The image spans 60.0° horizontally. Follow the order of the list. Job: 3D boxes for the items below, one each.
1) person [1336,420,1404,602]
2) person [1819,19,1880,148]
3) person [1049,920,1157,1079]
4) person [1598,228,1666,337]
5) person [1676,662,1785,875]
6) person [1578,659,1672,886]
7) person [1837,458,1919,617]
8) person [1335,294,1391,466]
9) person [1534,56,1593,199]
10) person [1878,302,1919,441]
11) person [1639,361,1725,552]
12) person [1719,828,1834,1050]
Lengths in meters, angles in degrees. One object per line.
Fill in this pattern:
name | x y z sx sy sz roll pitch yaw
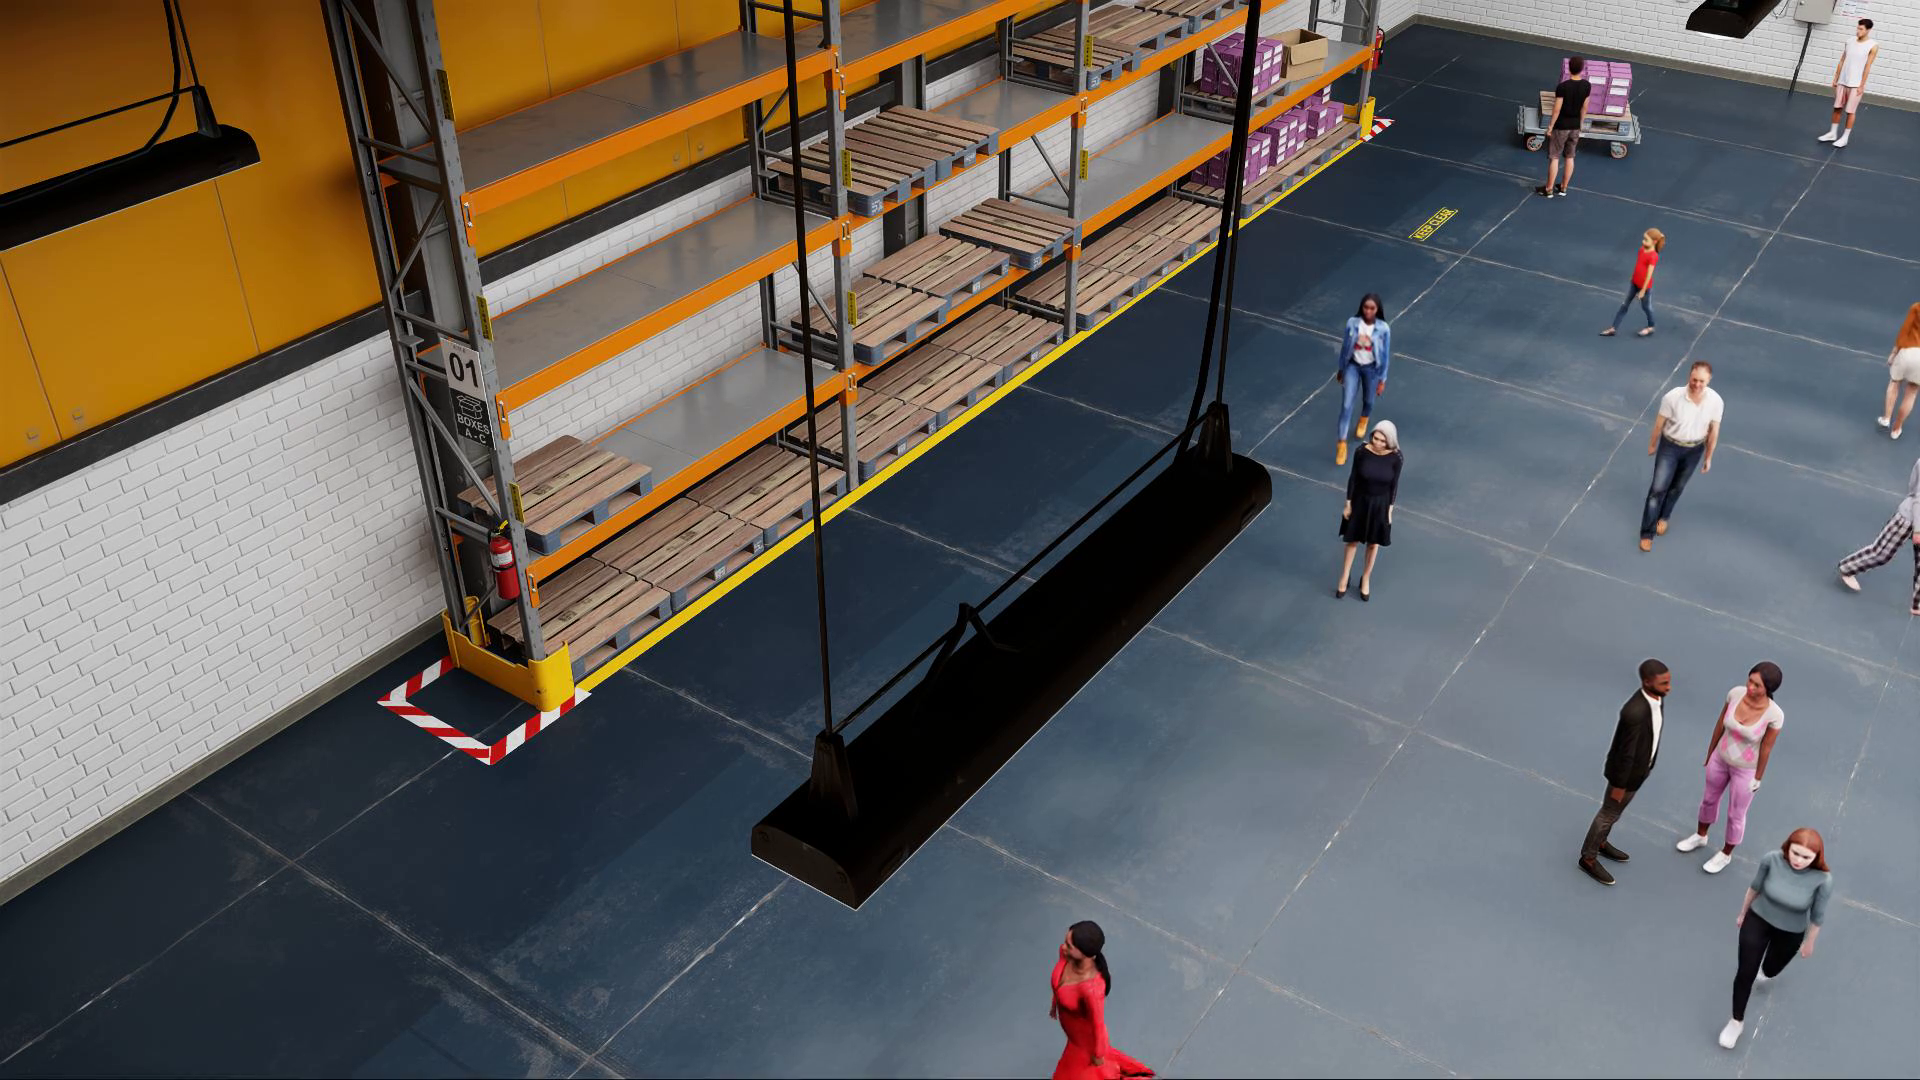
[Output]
person | 3.487 -0.260 14.176 0.675 1.747 0.679 8 34 12
person | 12.617 -6.474 23.496 0.735 1.779 0.735 -17 37 -24
person | 0.787 2.826 9.532 1.165 1.749 1.041 -8 34 -12
person | 7.630 -2.826 18.459 0.922 1.280 0.854 -6 34 -8
person | 5.355 1.550 11.459 0.622 1.740 0.626 -21 39 -28
person | 4.580 1.554 11.399 0.736 1.800 0.490 24 40 31
person | 8.001 -0.222 14.069 1.193 1.803 1.075 -15 37 -22
person | 3.973 -1.648 16.341 0.843 1.663 1.251 12 35 17
person | 7.966 -5.427 21.848 0.763 1.861 0.830 -6 34 -10
person | 9.475 -1.768 16.484 0.665 1.705 0.623 18 38 25
person | 6.520 -0.862 15.015 0.842 1.822 1.059 10 35 14
person | 5.048 2.357 10.262 0.642 1.721 1.010 25 41 33
